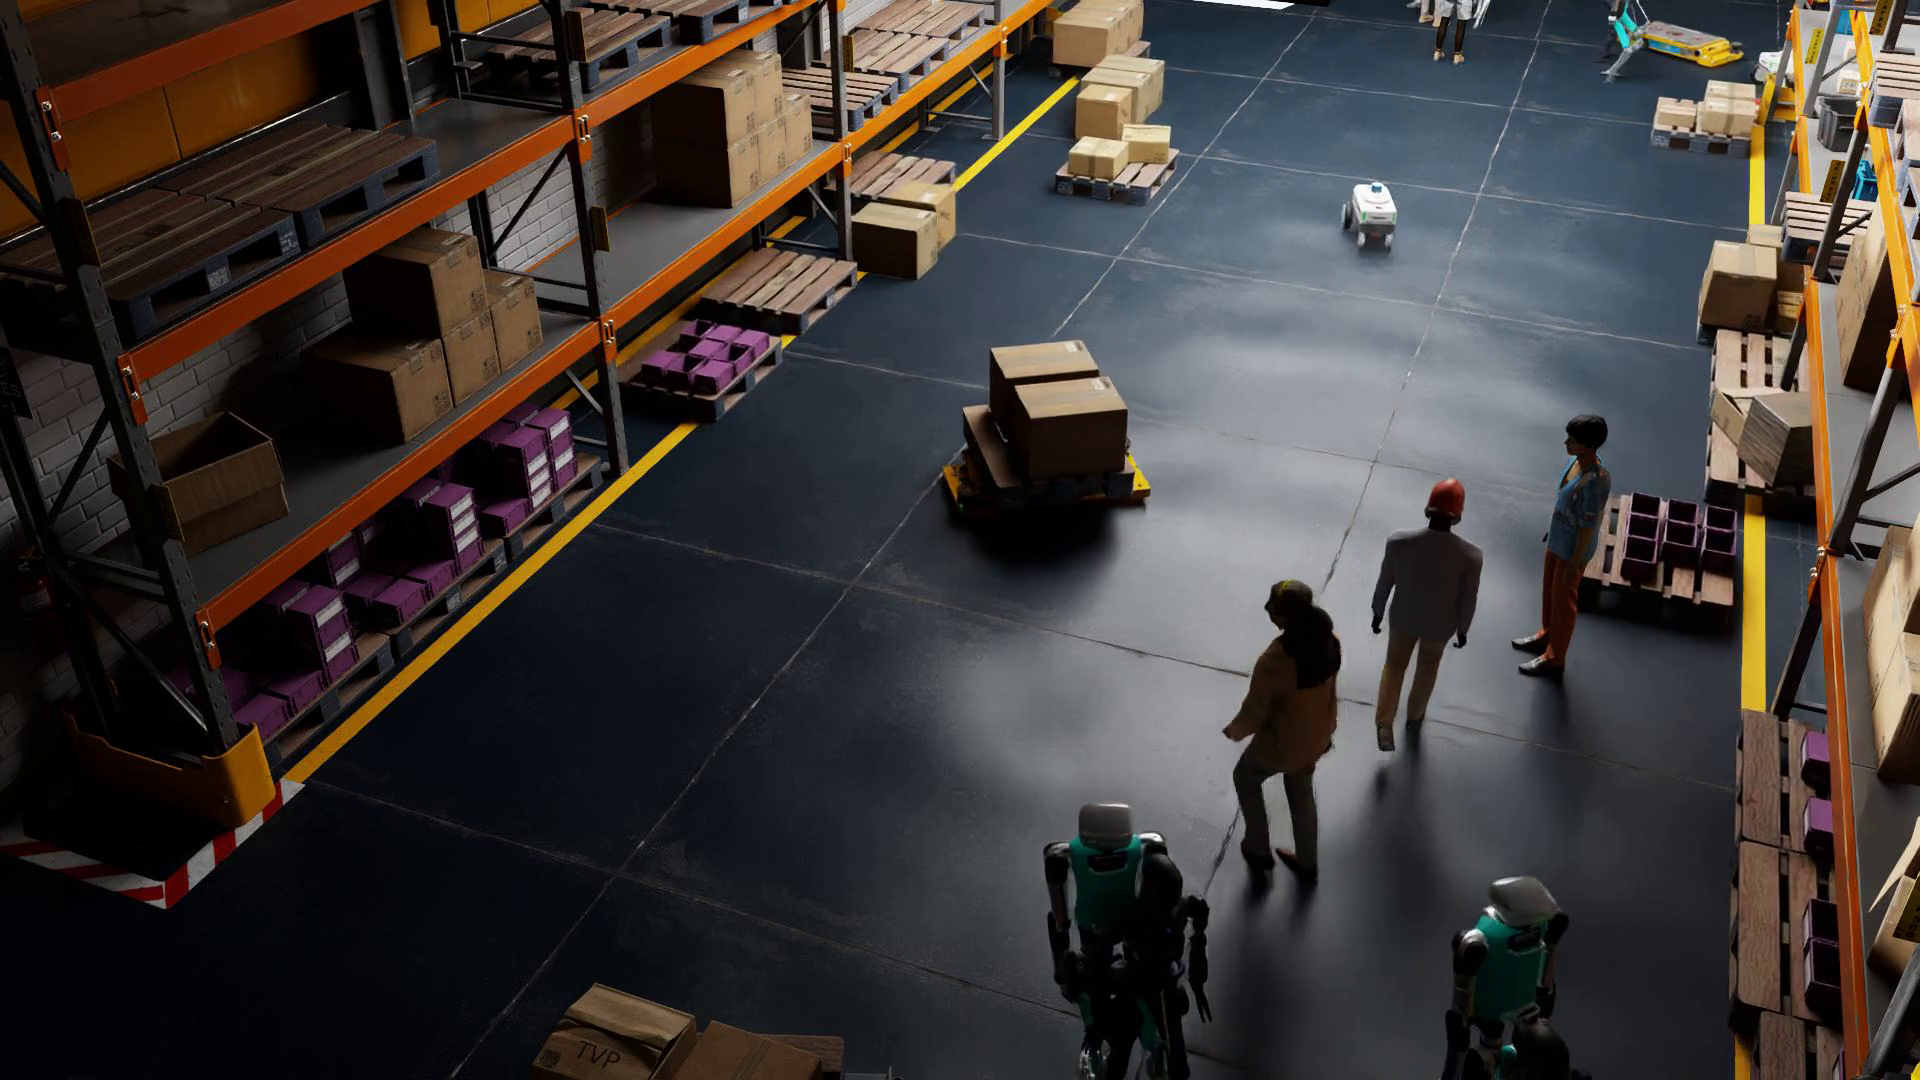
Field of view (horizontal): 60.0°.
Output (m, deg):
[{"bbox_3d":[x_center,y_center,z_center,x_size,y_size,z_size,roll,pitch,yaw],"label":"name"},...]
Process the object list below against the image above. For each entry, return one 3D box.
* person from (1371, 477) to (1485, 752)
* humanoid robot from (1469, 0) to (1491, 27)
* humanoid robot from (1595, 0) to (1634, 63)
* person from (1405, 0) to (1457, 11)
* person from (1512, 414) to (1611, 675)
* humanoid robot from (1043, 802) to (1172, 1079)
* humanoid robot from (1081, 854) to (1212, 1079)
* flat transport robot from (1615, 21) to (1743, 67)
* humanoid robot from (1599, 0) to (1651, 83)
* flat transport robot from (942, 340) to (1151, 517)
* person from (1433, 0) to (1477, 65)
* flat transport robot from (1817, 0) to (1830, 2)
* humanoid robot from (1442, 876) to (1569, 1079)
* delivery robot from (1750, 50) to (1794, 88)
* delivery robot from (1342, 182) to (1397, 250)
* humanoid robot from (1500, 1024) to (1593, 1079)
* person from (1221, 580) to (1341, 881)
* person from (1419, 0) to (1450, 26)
[{"bbox_3d":[2.640,0.463,9.533,0.573,1.729,0.650,11,35,17],"label":"person"},{"bbox_3d":[7.107,-7.782,22.327,0.765,1.821,0.553,-27,41,-35],"label":"humanoid robot"},{"bbox_3d":[8.329,-6.839,20.873,0.433,1.648,0.608,-3,33,-4],"label":"humanoid robot"},{"bbox_3d":[6.628,-8.179,22.791,0.938,1.839,0.544,-5,33,-8],"label":"person"},{"bbox_3d":[3.712,0.027,10.179,0.332,1.759,0.498,1,33,2],"label":"person"},{"bbox_3d":[0.666,1.996,7.178,0.578,1.776,0.888,-4,33,-6],"label":"humanoid robot"},{"bbox_3d":[0.836,2.026,7.167,0.613,1.638,0.632,-14,35,-21],"label":"humanoid robot"},{"bbox_3d":[9.319,-6.440,21.559,0.659,0.231,1.431,-22,39,-30],"label":"flat transport robot"},{"bbox_3d":[8.166,-6.426,20.219,0.656,1.839,0.540,16,36,24],"label":"humanoid robot"},{"bbox_3d":[0.632,-0.472,12.322,1.431,0.231,0.659,-7,33,-10],"label":"flat transport robot"},{"bbox_3d":[6.258,-6.842,20.866,0.532,1.693,0.320,23,39,31],"label":"person"},{"bbox_3d":[12.514,-8.047,24.046,1.431,0.231,0.659,-27,41,-35],"label":"flat transport robot"},{"bbox_3d":[2.312,2.256,6.790,0.554,1.773,0.934,-14,36,-21],"label":"humanoid robot"},{"bbox_3d":[10.051,-5.716,20.178,0.779,0.598,0.499,0,33,-1],"label":"delivery robot"},{"bbox_3d":[4.048,-3.210,16.291,0.499,0.589,0.790,2,33,3],"label":"delivery robot"},{"bbox_3d":[2.198,2.472,6.505,0.616,1.637,0.692,-8,34,-13],"label":"humanoid robot"},{"bbox_3d":[1.680,1.023,8.575,0.579,1.845,0.527,-20,38,-28],"label":"person"},{"bbox_3d":[6.475,-7.816,22.297,0.309,1.776,0.478,-19,38,-27],"label":"person"}]
